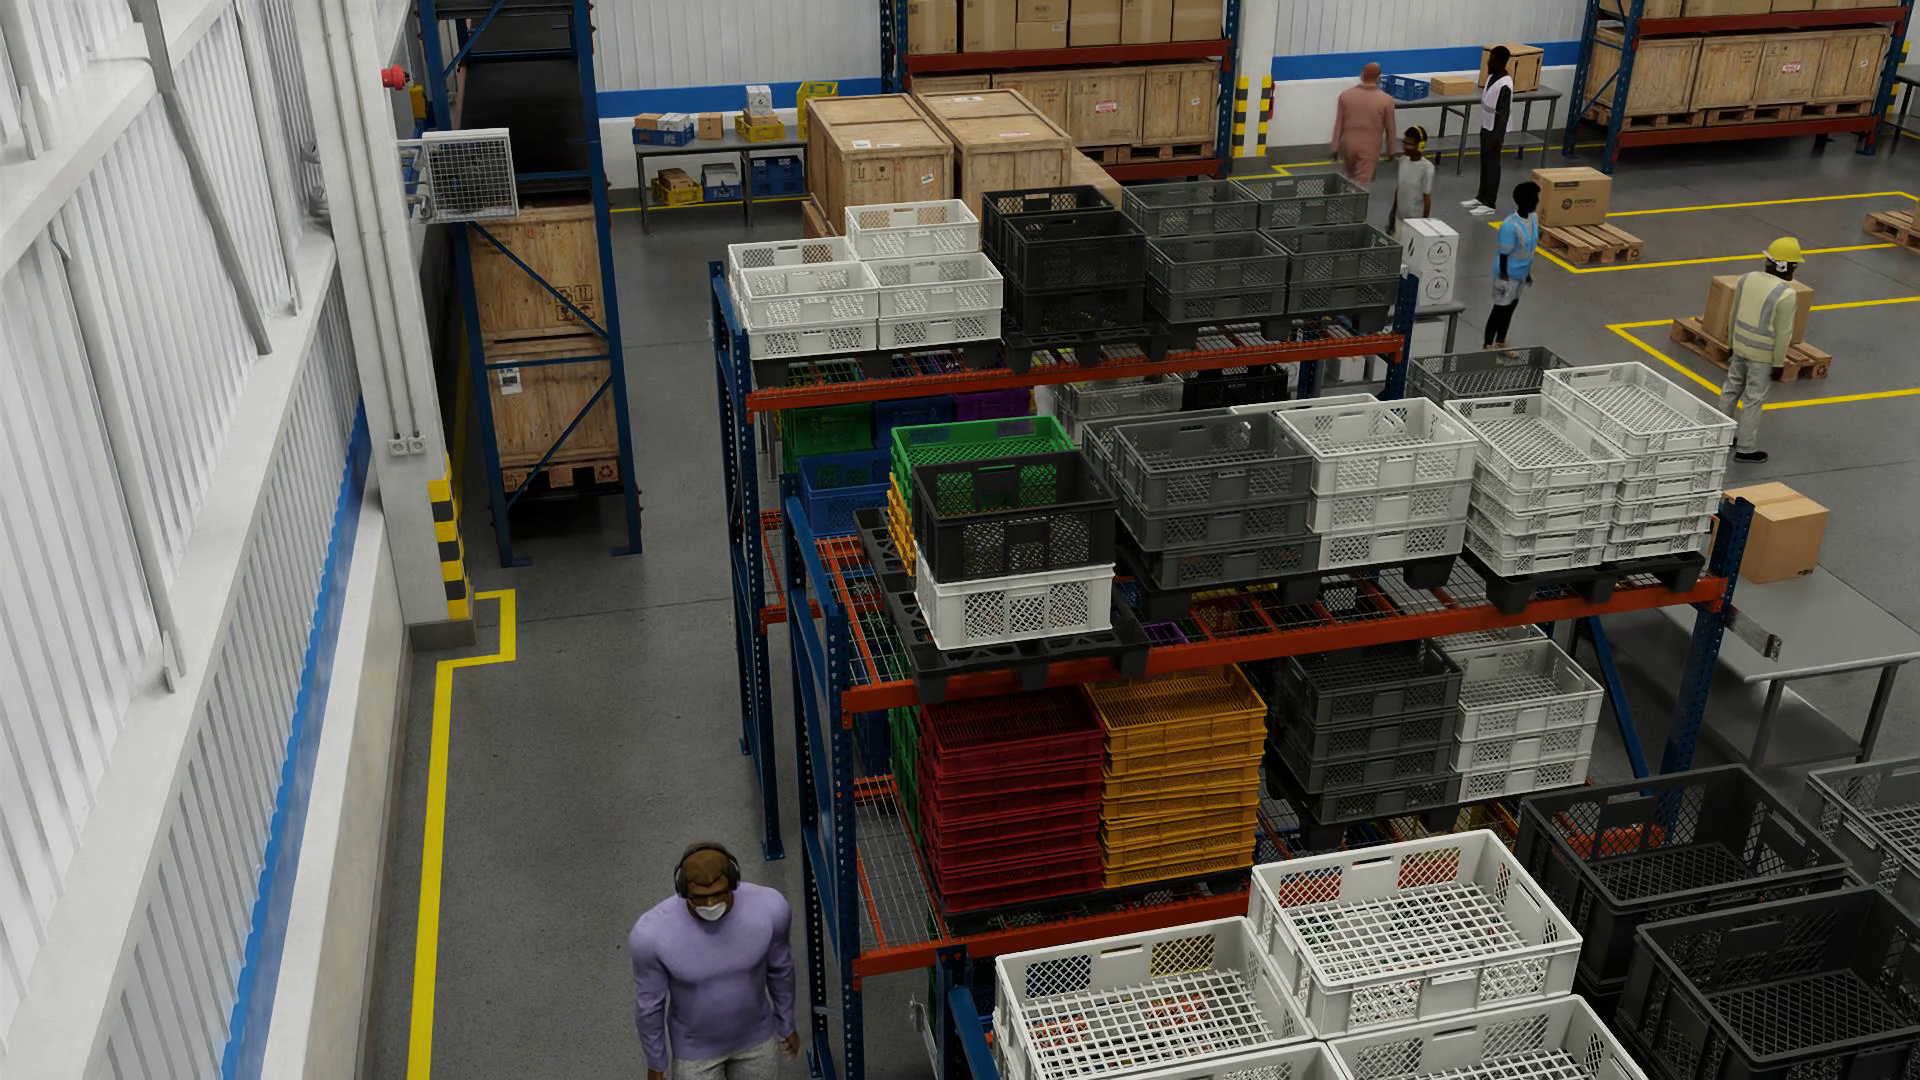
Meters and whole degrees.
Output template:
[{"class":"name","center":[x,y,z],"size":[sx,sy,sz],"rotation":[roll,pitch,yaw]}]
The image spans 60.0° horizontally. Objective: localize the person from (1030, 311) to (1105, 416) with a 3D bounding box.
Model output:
[{"class":"person","center":[0.776,-1.247,12.711],"size":[0.625,1.844,0.429],"rotation":[14,31,25]}]

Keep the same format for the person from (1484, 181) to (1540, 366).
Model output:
[{"class":"person","center":[5.019,-2.427,15.103],"size":[0.317,1.695,0.538],"rotation":[24,36,38]}]

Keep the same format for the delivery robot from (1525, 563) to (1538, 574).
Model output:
[{"class":"delivery robot","center":[4.133,-0.021,11.658],"size":[0.477,0.478,0.707],"rotation":[9,29,17]}]

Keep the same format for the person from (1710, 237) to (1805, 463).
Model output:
[{"class":"person","center":[6.356,-1.516,13.235],"size":[0.404,1.827,0.590],"rotation":[-8,29,-14]}]

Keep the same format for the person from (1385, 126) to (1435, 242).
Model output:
[{"class":"person","center":[4.376,-3.099,16.209],"size":[0.329,1.863,0.540],"rotation":[-11,30,-20]}]

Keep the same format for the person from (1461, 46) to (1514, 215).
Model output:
[{"class":"person","center":[6.177,-4.739,19.258],"size":[0.396,1.916,0.590],"rotation":[0,28,1]}]

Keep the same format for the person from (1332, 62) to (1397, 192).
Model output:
[{"class":"person","center":[4.575,-4.443,18.761],"size":[0.669,1.848,1.011],"rotation":[16,32,28]}]

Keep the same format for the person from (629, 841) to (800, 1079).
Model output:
[{"class":"person","center":[-0.936,1.958,6.527],"size":[0.637,1.938,0.355],"rotation":[-10,29,-18]}]
